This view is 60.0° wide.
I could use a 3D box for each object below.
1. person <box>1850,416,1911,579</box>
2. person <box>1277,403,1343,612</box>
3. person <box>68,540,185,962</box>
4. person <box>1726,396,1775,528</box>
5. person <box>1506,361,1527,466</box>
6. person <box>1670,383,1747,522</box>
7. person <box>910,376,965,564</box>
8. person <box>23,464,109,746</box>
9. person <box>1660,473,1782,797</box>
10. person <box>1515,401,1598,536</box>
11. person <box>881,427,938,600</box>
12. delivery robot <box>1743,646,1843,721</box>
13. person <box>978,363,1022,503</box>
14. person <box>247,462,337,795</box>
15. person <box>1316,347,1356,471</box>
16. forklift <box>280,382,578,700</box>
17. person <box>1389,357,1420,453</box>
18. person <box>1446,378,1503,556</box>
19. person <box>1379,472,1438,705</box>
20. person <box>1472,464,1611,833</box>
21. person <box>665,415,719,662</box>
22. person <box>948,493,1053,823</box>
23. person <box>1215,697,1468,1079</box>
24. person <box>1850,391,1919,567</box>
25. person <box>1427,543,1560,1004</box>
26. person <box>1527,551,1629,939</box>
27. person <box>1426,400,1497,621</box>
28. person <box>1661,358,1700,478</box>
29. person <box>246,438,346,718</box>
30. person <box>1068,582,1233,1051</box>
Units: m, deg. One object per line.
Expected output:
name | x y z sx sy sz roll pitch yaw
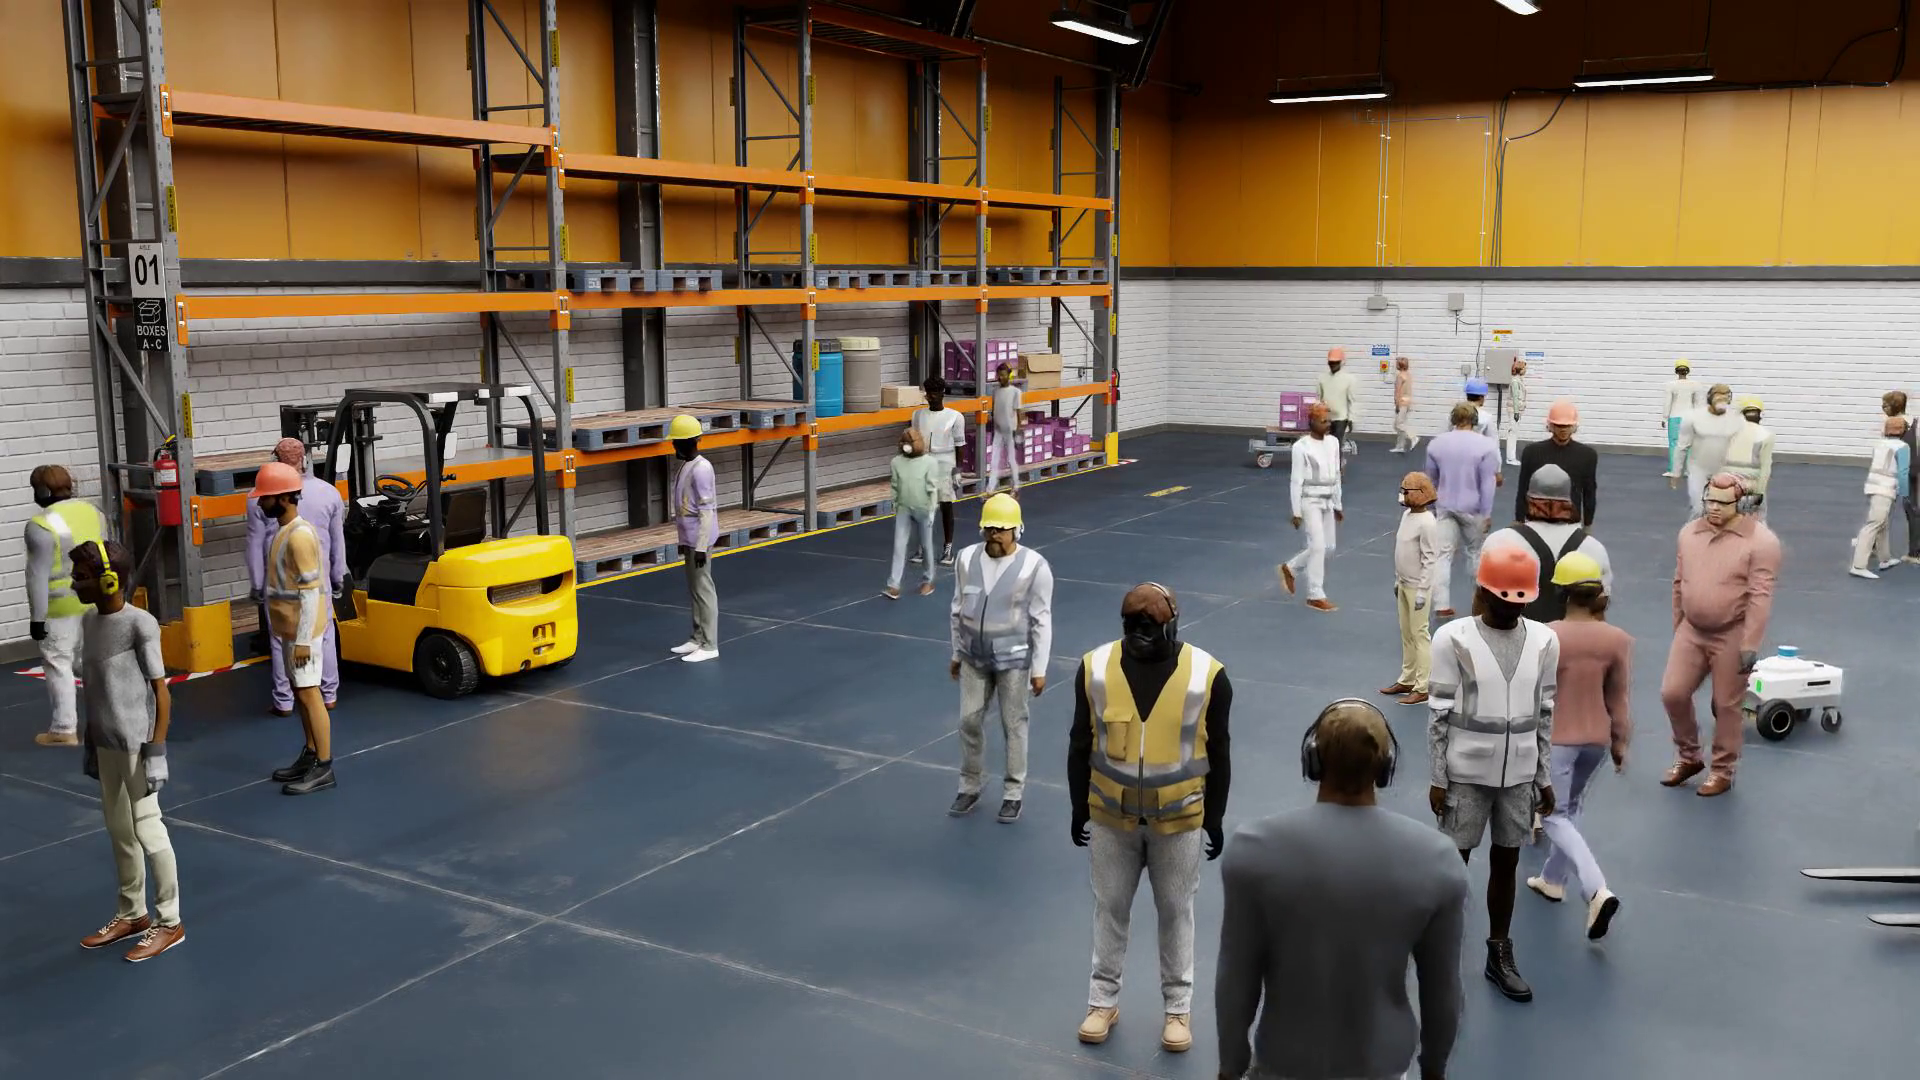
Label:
person | 9.193 -0.429 16.553 0.735 1.581 0.591 0 9 0
person | 3.155 -0.311 14.960 0.593 1.866 0.675 -8 12 -41
person | -3.680 0.915 7.313 0.535 1.865 0.311 5 10 30
person | 7.961 -0.575 16.912 0.890 1.777 0.582 -8 12 -41
person | 8.744 -1.992 26.155 0.308 1.641 0.511 3 10 19
person | 7.634 -0.642 16.906 0.701 1.905 0.779 2 9 11
person | -0.253 -0.727 17.267 0.603 1.958 0.380 3 10 18
person | -5.602 0.420 10.548 0.592 1.820 0.624 1 9 7
person | 4.319 0.553 9.541 0.483 1.880 0.638 -7 11 -35
person | 4.878 -0.155 13.649 0.636 1.980 0.436 3 9 16
person | -0.447 -0.234 15.339 0.503 1.591 0.840 3 10 18
delivery robot | 5.422 0.941 10.938 0.707 0.478 0.477 -2 9 -16
person | 0.570 -1.403 21.884 0.552 1.830 0.808 6 11 32
person | -3.872 0.509 9.632 0.377 1.932 0.552 -5 10 -30
person | 5.338 -1.748 23.588 0.622 1.976 0.642 7 12 38
forklift | -3.974 -0.067 12.417 2.313 2.155 1.214 5 11 30
person | 7.457 -2.251 27.824 0.461 1.628 0.528 5 10 29
person | 5.471 -0.782 17.829 1.015 1.902 0.625 -5 11 -31
person | 3.169 0.334 11.659 0.284 1.633 0.497 -1 9 -7
person | 3.166 0.542 9.096 0.679 2.000 1.052 0 9 0
person | -2.071 -0.014 12.929 0.383 1.923 0.588 -3 10 -19
person | 0.213 0.644 9.144 0.610 1.825 0.403 4 10 26
person | 0.993 1.353 4.402 0.650 1.918 0.456 1 9 4
person | 9.751 -0.660 17.377 0.566 1.782 0.965 -1 9 -8
person | 2.197 0.958 6.851 0.543 1.928 0.371 -1 9 -5
person | 2.847 0.921 7.659 0.518 1.730 0.793 -2 9 -13
person | 4.422 -0.269 14.578 0.644 1.901 0.872 7 11 37
person | 10.624 -1.793 24.540 0.523 1.763 0.329 0 9 1
person | -4.530 0.250 11.366 0.636 1.900 0.403 -7 12 -39
person | 0.724 1.066 6.452 0.630 1.840 0.429 2 9 14
